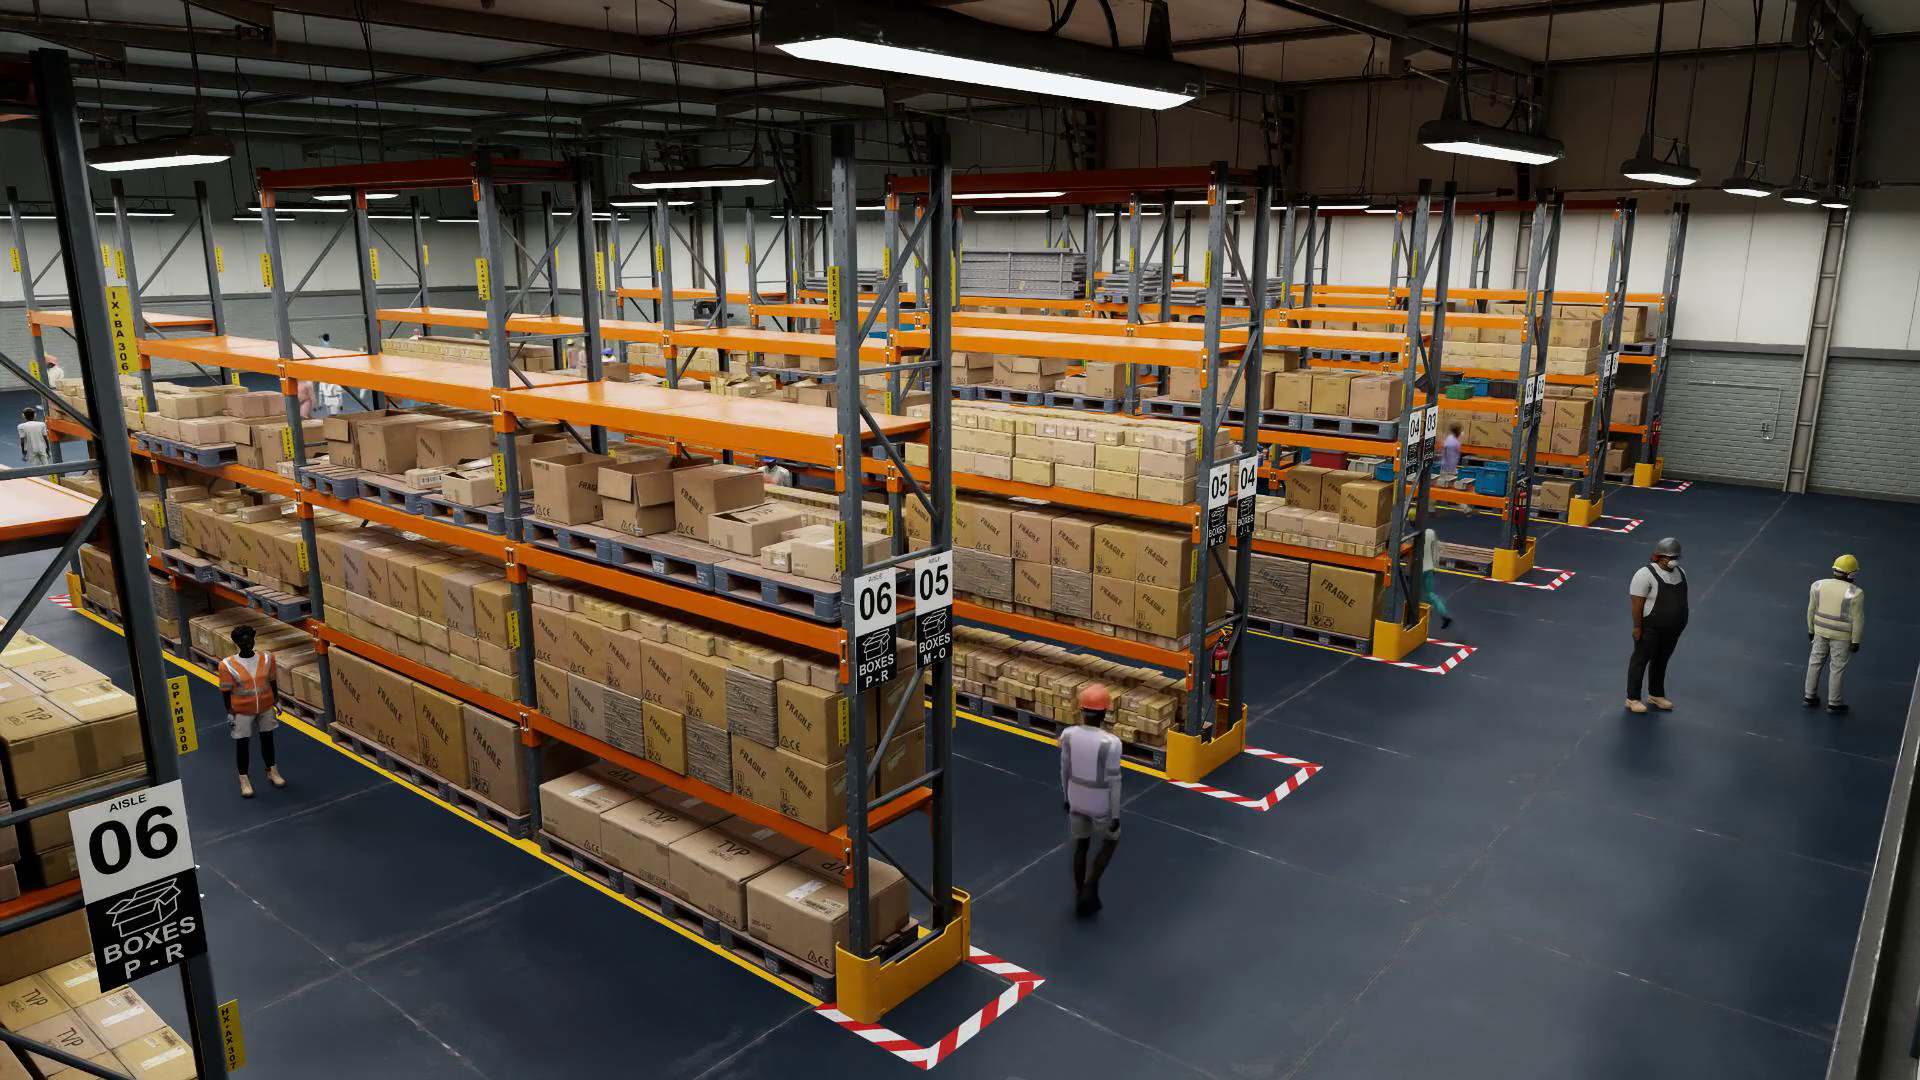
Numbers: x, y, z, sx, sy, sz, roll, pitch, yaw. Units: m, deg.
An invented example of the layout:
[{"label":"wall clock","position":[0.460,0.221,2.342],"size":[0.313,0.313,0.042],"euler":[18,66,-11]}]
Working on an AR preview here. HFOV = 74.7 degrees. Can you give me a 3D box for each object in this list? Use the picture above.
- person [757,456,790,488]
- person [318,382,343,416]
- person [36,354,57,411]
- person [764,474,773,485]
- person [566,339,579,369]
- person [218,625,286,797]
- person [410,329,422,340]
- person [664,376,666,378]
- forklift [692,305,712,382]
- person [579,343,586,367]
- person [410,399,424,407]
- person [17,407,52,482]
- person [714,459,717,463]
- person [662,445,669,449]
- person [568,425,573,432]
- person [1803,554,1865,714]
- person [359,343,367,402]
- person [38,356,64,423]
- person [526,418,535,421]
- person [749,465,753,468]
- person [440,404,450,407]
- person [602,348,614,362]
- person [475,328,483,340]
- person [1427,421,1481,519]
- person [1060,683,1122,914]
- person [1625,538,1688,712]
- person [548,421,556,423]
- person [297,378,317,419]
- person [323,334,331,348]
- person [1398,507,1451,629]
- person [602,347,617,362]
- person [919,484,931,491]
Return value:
[{"label":"person","position":[-3.119,-0.580,20.976],"size":[0.602,1.939,0.399],"euler":[2,14,10]},{"label":"person","position":[-16.800,-3.622,33.546],"size":[0.555,1.912,0.735],"euler":[3,14,11]},{"label":"person","position":[-28.106,-4.875,38.920],"size":[1.148,1.811,0.602],"euler":[4,14,14]},{"label":"person","position":[-2.885,-0.018,18.664],"size":[1.020,1.941,0.638],"euler":[11,18,39]},{"label":"person","position":[-13.788,-6.308,44.972],"size":[0.866,1.729,0.523],"euler":[9,16,33]},{"label":"person","position":[-6.922,1.645,12.325],"size":[0.321,1.697,0.530],"euler":[12,18,40]},{"label":"person","position":[-20.365,-6.975,47.348],"size":[0.644,1.907,0.400],"euler":[-10,17,-35]},{"label":"person","position":[-9.316,-5.102,39.693],"size":[0.647,1.892,0.718],"euler":[-1,14,-5]},{"label":"forklift","position":[-9.511,-7.392,47.124],"size":[1.873,2.768,1.129],"euler":[11,17,38]},{"label":"person","position":[-12.931,-5.970,43.523],"size":[0.402,1.751,0.538],"euler":[9,16,33]},{"label":"person","position":[-15.702,-4.250,36.292],"size":[0.613,1.825,0.511],"euler":[-7,15,-27]},{"label":"person","position":[-19.286,-1.836,26.282],"size":[0.518,1.874,0.329],"euler":[-13,19,-43]},{"label":"person","position":[-6.092,-2.543,29.762],"size":[0.533,1.574,0.847],"euler":[12,18,41]},{"label":"person","position":[-5.457,-0.986,23.393],"size":[0.518,1.583,0.872],"euler":[-12,18,-41]},{"label":"person","position":[-9.833,-2.930,31.033],"size":[0.629,1.769,1.026],"euler":[6,15,24]},{"label":"person","position":[10.041,1.060,14.446],"size":[0.403,1.835,0.587],"euler":[-6,15,-24]},{"label":"person","position":[-19.514,-5.524,41.408],"size":[0.629,1.901,1.004],"euler":[1,14,4]},{"label":"person","position":[-26.376,-4.345,36.473],"size":[0.839,1.939,0.384],"euler":[-3,14,-11]},{"label":"person","position":[-9.120,-1.937,26.805],"size":[1.002,1.819,0.547],"euler":[7,15,27]},{"label":"person","position":[-4.804,-2.559,29.618],"size":[0.534,1.698,0.318],"euler":[-6,15,-24]},{"label":"person","position":[-15.701,-4.654,38.347],"size":[0.309,1.645,0.514],"euler":[6,15,23]},{"label":"person","position":[-10.852,-5.030,39.314],"size":[0.799,1.916,0.640],"euler":[-11,17,-38]},{"label":"person","position":[-19.996,-8.039,52.389],"size":[0.873,1.583,0.530],"euler":[4,14,15]},{"label":"person","position":[9.496,-1.323,24.124],"size":[1.020,1.886,0.654],"euler":[8,16,30]},{"label":"person","position":[1.059,2.076,10.071],"size":[0.560,1.922,0.404],"euler":[10,17,35]},{"label":"person","position":[8.025,0.985,14.413],"size":[0.689,2.000,0.539],"euler":[-4,14,-17]},{"label":"person","position":[-8.872,-2.287,27.843],"size":[0.626,2.006,0.899],"euler":[-13,19,-43]},{"label":"person","position":[-17.581,-3.650,33.787],"size":[0.632,1.860,1.024],"euler":[6,15,25]},{"label":"person","position":[-23.945,-7.006,47.950],"size":[0.769,1.663,0.553],"euler":[-8,16,-29]},{"label":"person","position":[6.381,0.425,17.272],"size":[0.543,1.737,0.648],"euler":[-9,16,-33]},{"label":"person","position":[-11.284,-5.332,40.804],"size":[0.618,1.796,0.963],"euler":[7,15,26]},{"label":"person","position":[-0.567,0.074,18.536],"size":[1.009,1.824,0.590],"euler":[7,15,27]}]
